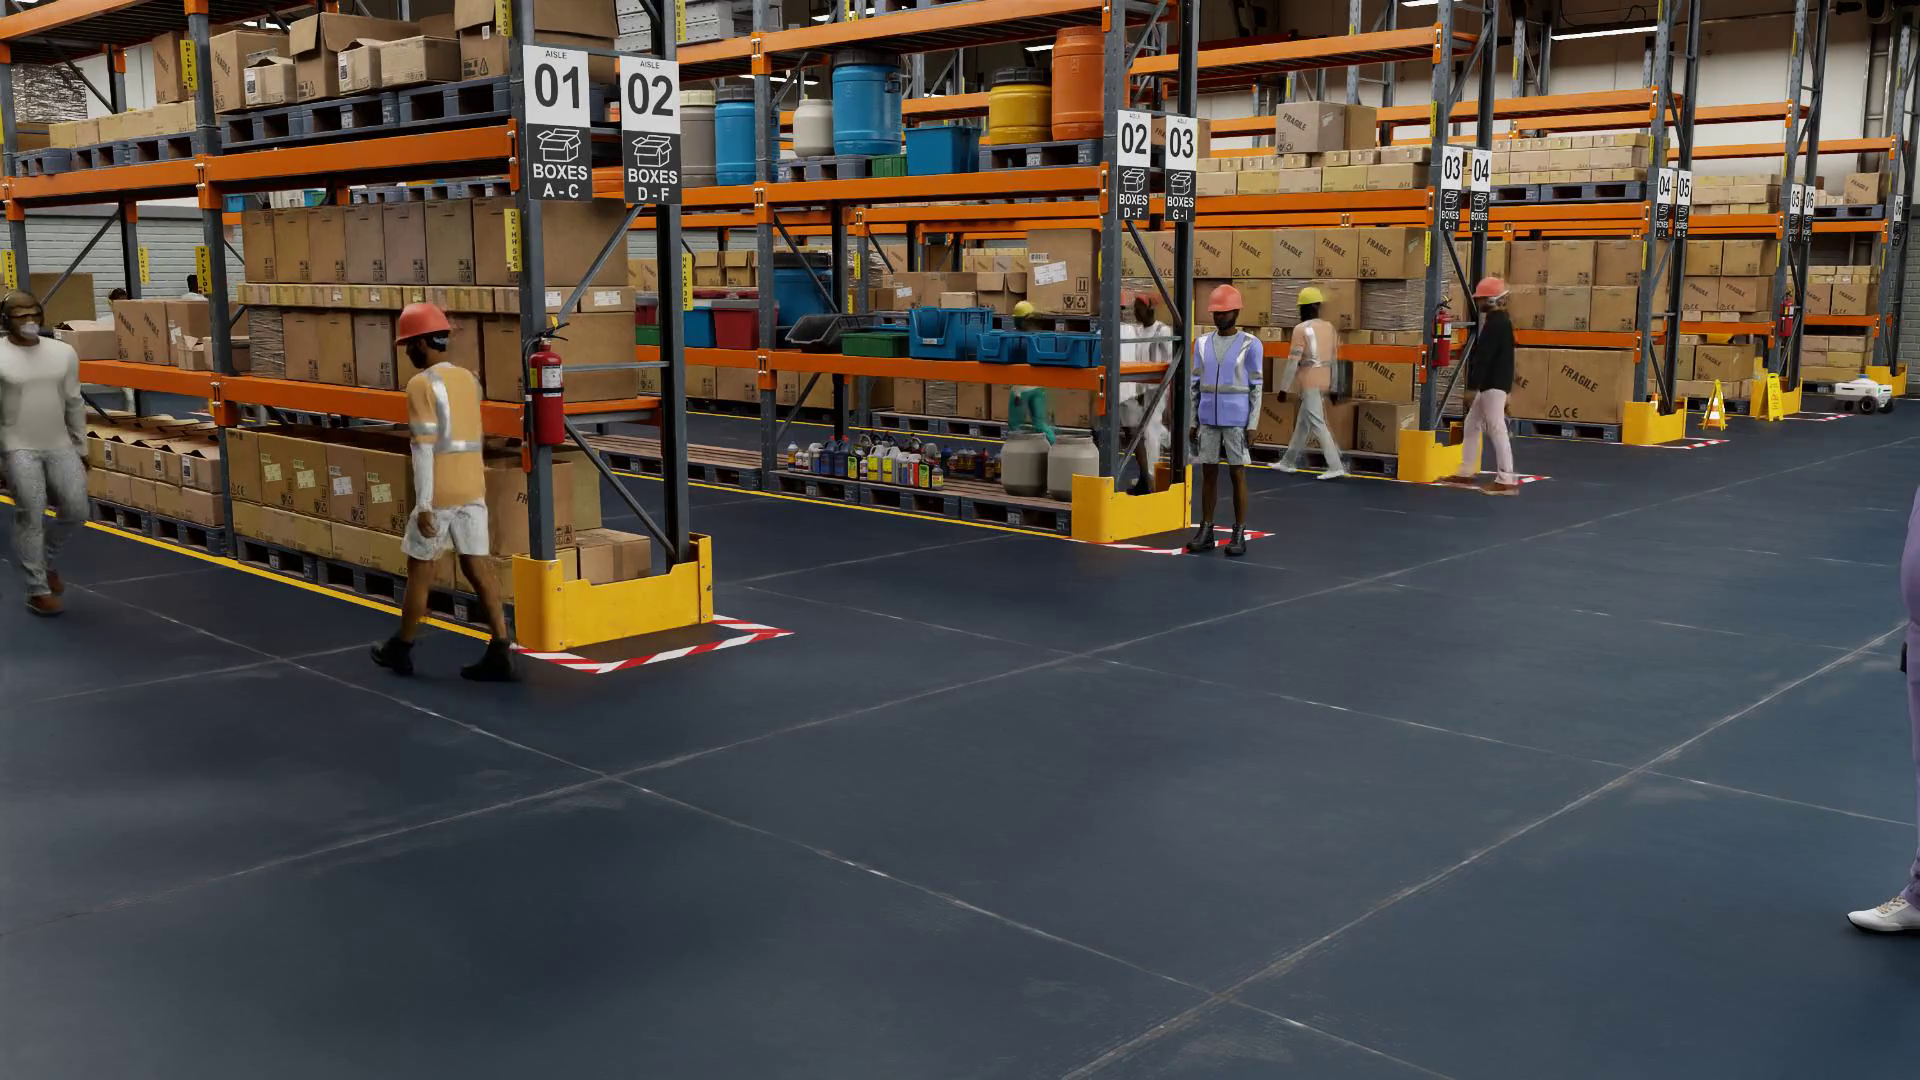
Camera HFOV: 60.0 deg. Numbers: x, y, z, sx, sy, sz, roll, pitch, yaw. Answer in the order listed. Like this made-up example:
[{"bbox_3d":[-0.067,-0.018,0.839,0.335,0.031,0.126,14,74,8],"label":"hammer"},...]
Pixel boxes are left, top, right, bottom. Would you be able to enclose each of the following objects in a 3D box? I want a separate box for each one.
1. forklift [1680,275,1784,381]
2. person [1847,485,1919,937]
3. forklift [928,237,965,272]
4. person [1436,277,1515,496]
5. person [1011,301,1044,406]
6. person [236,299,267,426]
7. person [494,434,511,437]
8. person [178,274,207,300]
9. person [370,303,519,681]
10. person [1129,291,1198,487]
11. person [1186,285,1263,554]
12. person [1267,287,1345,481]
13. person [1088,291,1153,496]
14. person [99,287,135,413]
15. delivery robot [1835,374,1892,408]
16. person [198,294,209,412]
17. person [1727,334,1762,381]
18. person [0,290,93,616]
[{"bbox_3d":[12.480,-3.427,27.053,1.214,2.155,2.313,9,13,43],"label":"forklift"},{"bbox_3d":[2.958,0.315,4.864,0.408,1.908,0.645,0,9,-1],"label":"person"},{"bbox_3d":[-0.326,-5.817,39.609,1.129,2.768,1.873,9,13,43],"label":"forklift"},{"bbox_3d":[4.722,-1.404,15.210,0.865,1.960,0.644,4,10,25],"label":"person"},{"bbox_3d":[0.731,-1.506,16.558,0.759,1.742,0.531,8,12,42],"label":"person"},{"bbox_3d":[-8.253,-1.981,19.240,0.600,1.808,0.697,-6,11,-34],"label":"person"},{"bbox_3d":[-3.959,-1.119,13.913,0.588,1.822,0.403,-8,13,-42],"label":"person"},{"bbox_3d":[-13.000,-3.538,28.317,0.604,1.960,0.369,2,10,13],"label":"person"},{"bbox_3d":[-2.603,-0.240,8.367,0.868,1.881,0.570,4,10,22],"label":"person"},{"bbox_3d":[1.961,-1.447,15.876,0.750,1.853,0.591,-4,10,-22],"label":"person"},{"bbox_3d":[1.900,-0.868,12.025,0.551,1.935,0.363,6,11,32],"label":"person"},{"bbox_3d":[3.432,-1.532,16.292,0.993,1.877,0.590,9,13,44],"label":"person"},{"bbox_3d":[1.407,-1.336,15.046,0.560,1.887,1.018,-7,12,-38],"label":"person"},{"bbox_3d":[-9.714,-2.010,19.314,0.796,1.845,0.527,6,11,33],"label":"person"},{"bbox_3d":[12.962,-2.137,23.871,0.477,0.478,0.707,-5,11,-29],"label":"delivery robot"},{"bbox_3d":[-10.691,-2.863,24.210,0.875,1.964,0.630,-8,12,-41],"label":"person"},{"bbox_3d":[11.906,-2.968,25.303,0.961,1.819,0.480,6,11,31],"label":"person"},{"bbox_3d":[-5.525,-0.519,9.924,0.482,1.923,0.652,6,11,33],"label":"person"}]
